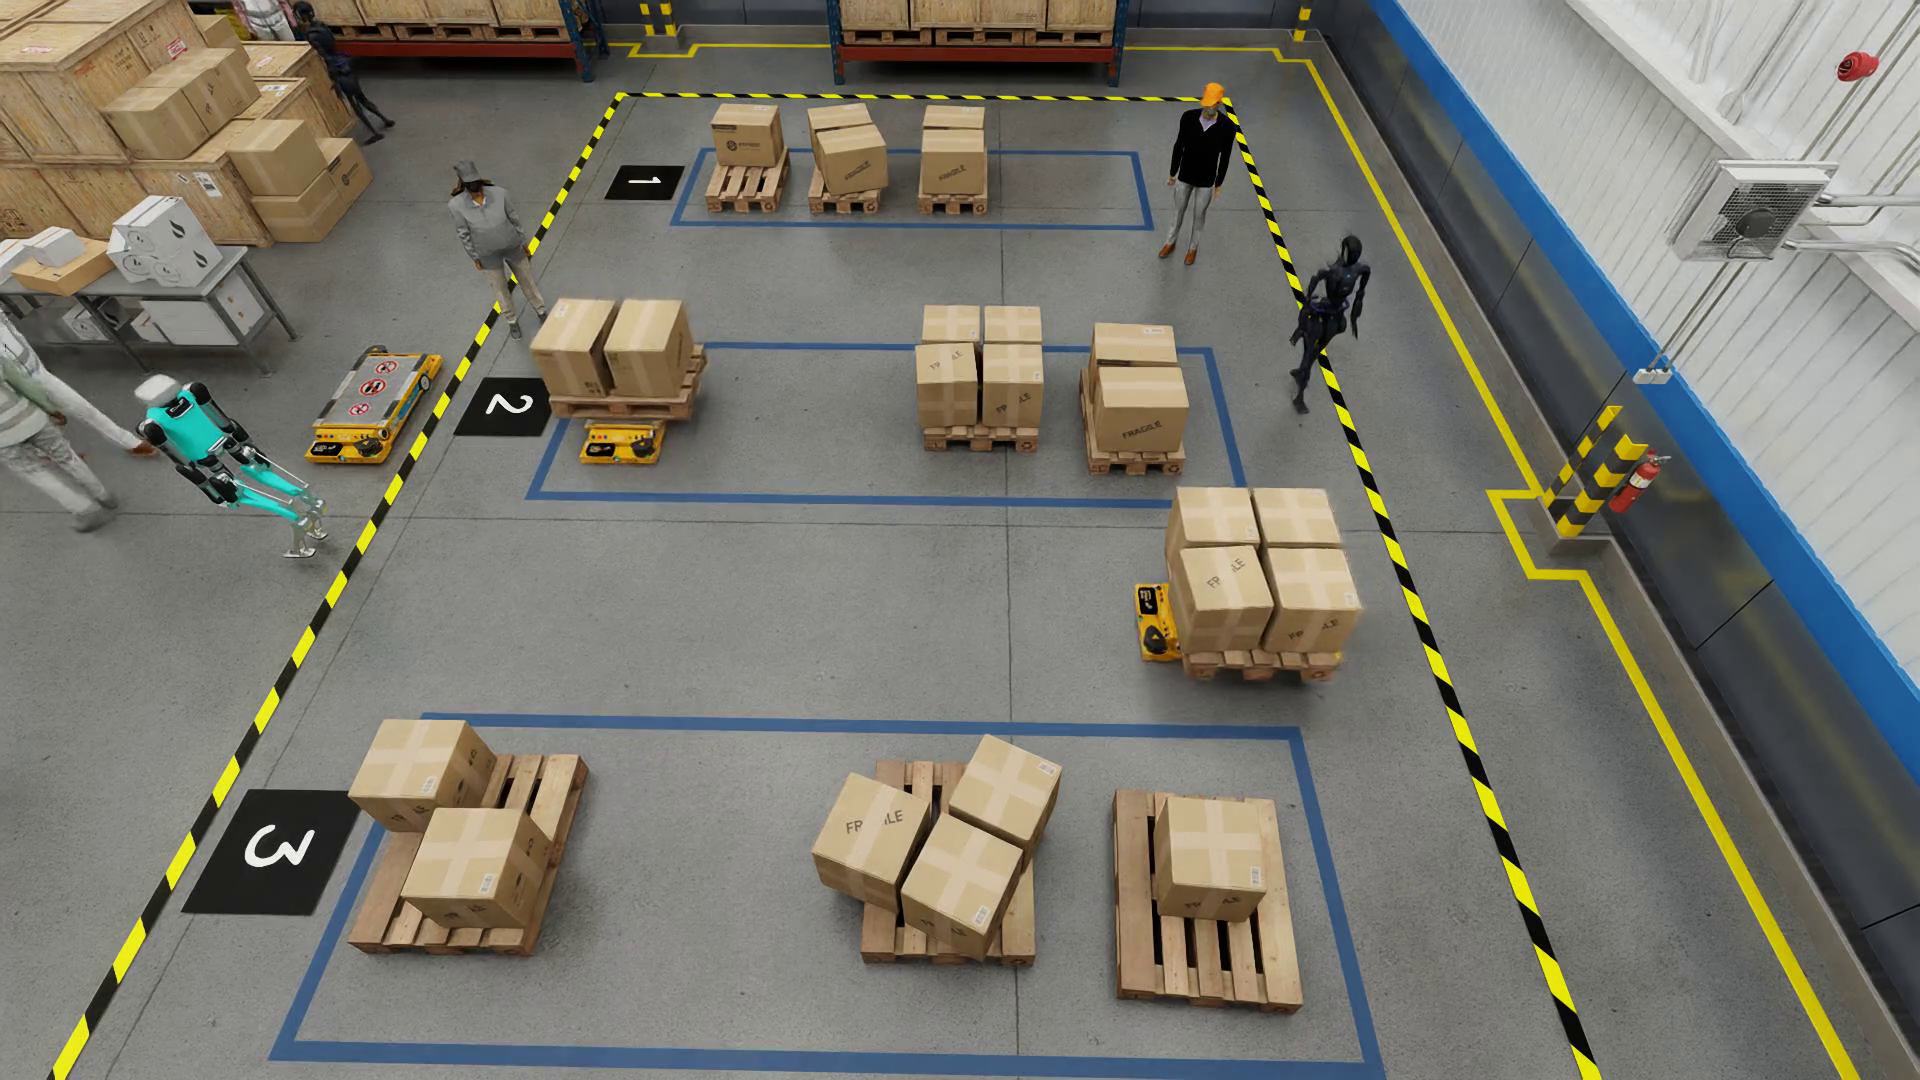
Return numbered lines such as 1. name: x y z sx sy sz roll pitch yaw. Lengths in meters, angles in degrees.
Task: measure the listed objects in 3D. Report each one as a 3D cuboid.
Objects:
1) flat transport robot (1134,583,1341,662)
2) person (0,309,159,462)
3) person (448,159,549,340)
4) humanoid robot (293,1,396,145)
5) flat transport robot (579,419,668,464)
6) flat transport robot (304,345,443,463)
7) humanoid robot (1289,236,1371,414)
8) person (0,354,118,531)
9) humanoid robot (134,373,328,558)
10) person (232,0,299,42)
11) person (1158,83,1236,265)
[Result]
1. flat transport robot: 2.060 0.585 6.854 1.431 0.197 0.652 1 50 1
2. person: -7.576 -1.299 7.444 0.986 1.825 0.563 4 50 4
3. person: -4.388 -2.764 8.722 0.565 1.769 0.396 -29 55 -22
4. humanoid robot: -7.589 -5.798 11.354 0.464 1.646 0.596 -12 51 -10
5. flat transport robot: -2.982 -1.271 8.424 0.652 0.197 1.431 1 50 1
6. flat transport robot: -5.383 -1.269 8.441 0.659 0.231 1.431 1 50 1
7. humanoid robot: 3.262 -1.905 8.069 0.595 1.635 0.678 -7 50 -6
8. person: -7.229 -0.848 6.997 0.522 1.934 0.633 32 57 24
9. humanoid robot: -5.171 -0.476 6.721 0.735 1.676 0.533 9 50 8
10. person: -9.129 -6.830 12.121 0.601 1.829 0.404 -20 53 -16
11. person: 2.447 -3.767 9.496 0.589 1.883 0.362 22 53 18
